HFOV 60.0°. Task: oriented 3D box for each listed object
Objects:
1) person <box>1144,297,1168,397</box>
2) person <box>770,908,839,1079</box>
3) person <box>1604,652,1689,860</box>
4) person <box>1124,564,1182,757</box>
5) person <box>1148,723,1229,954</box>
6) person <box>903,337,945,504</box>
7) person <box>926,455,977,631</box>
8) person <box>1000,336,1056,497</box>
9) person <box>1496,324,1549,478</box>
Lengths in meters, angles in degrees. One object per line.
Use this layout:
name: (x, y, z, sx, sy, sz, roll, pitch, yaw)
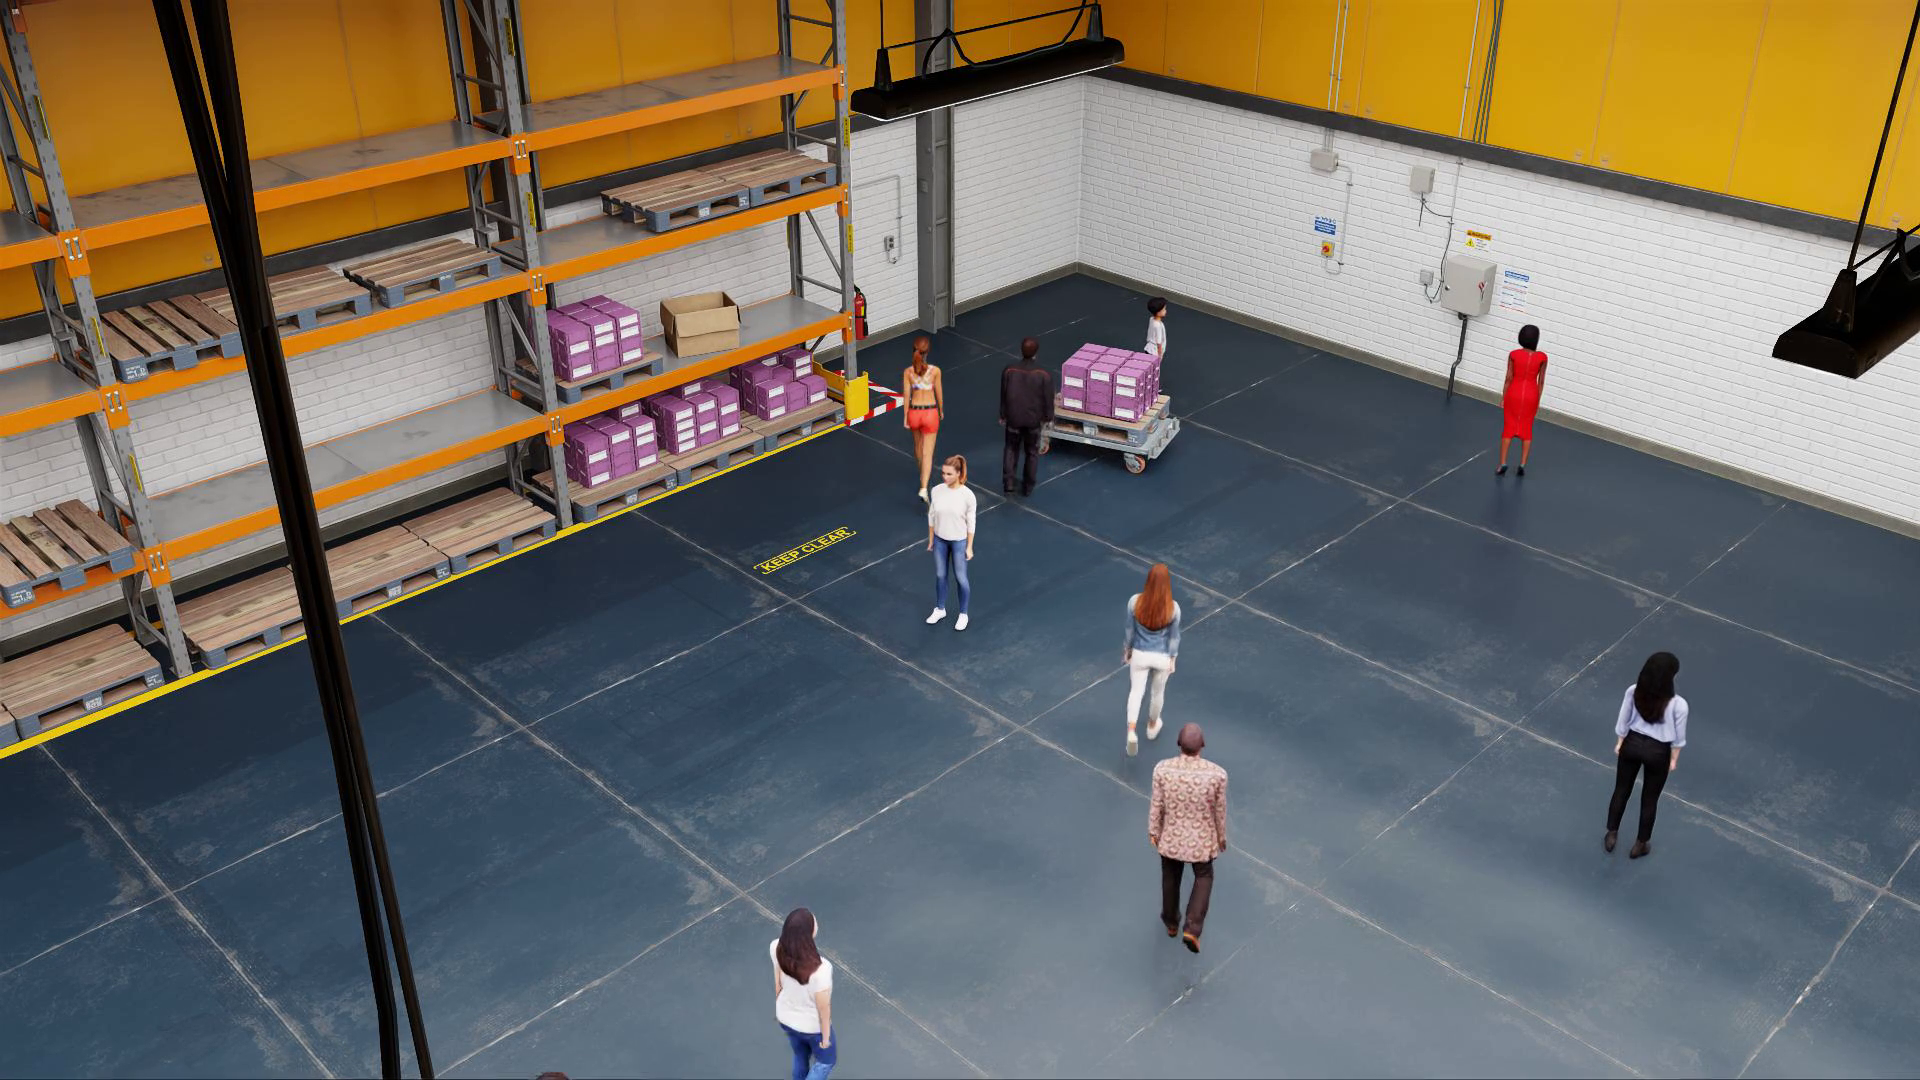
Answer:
person: (2.345, -2.320, 20.032, 0.622, 1.260, 0.582, -6, 29, -10)
person: (-0.990, 2.937, 9.961, 0.673, 1.674, 0.835, 19, 34, 31)
person: (5.081, 1.595, 12.347, 0.671, 1.745, 0.583, 20, 34, 32)
person: (1.535, 1.001, 13.504, 0.898, 1.682, 1.066, 9, 30, 15)
person: (1.556, 2.083, 11.407, 0.934, 1.791, 1.026, 6, 29, 12)
person: (-0.382, -1.234, 17.526, 1.066, 1.753, 1.164, 2, 29, 3)
person: (-0.074, 0.015, 15.271, 0.674, 1.719, 0.643, 13, 31, 22)
person: (0.685, -1.245, 17.473, 0.918, 1.824, 0.965, 3, 29, 6)
person: (6.082, -1.501, 18.025, 0.641, 1.743, 0.656, 7, 29, 12)
